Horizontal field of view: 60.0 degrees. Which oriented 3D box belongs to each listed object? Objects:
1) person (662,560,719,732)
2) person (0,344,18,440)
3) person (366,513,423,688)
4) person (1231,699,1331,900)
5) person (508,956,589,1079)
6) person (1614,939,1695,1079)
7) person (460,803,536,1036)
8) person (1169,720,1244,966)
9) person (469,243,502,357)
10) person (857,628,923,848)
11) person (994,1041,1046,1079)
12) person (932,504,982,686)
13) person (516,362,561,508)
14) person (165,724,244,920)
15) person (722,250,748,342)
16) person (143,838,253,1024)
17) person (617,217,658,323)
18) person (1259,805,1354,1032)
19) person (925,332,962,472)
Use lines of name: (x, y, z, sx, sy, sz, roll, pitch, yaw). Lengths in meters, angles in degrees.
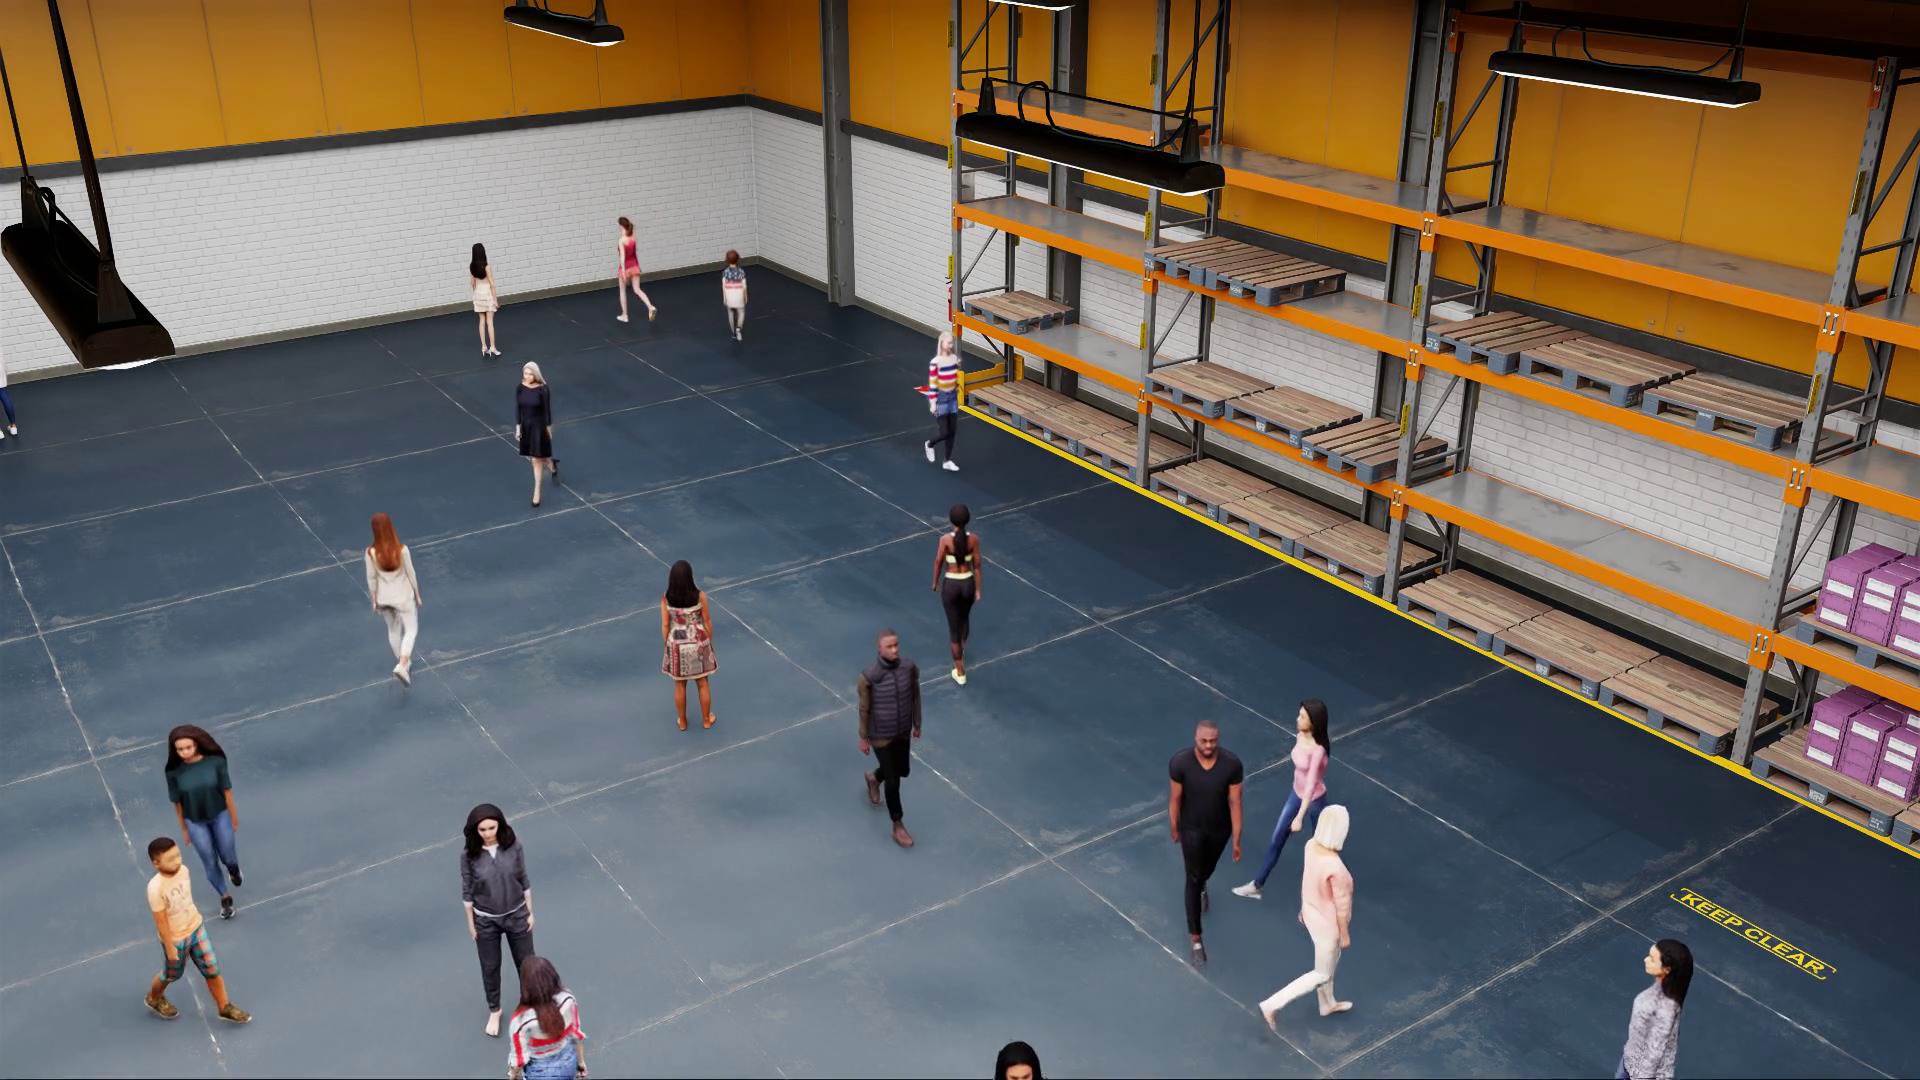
person: (-2.430, 0.934, 14.839, 0.725, 1.645, 0.709, -2, 24, -5)
person: (-12.768, -2.217, 21.885, 0.637, 1.775, 0.673, 16, 28, 33)
person: (-5.297, 0.587, 15.578, 0.882, 1.688, 1.008, -1, 24, -2)
person: (2.677, 1.976, 12.398, 0.957, 1.691, 1.174, -5, 24, -12)
person: (-2.347, 3.182, 9.789, 1.119, 1.571, 0.768, 20, 31, 38)
person: (4.126, 3.112, 9.766, 1.076, 1.717, 0.965, 7, 25, 16)
person: (-3.070, 2.501, 11.112, 0.630, 1.759, 0.579, -9, 25, -20)
person: (1.778, 2.067, 12.085, 1.154, 1.774, 1.307, 1, 24, 2)
person: (-7.208, -3.639, 25.186, 0.616, 1.736, 0.713, 10, 25, 21)
person: (-0.590, 1.515, 13.298, 0.732, 1.815, 1.084, -14, 27, -29)
person: (0.306, 3.400, 9.102, 0.775, 1.722, 0.884, -5, 24, -12)
person: (0.008, 0.540, 15.644, 0.808, 1.721, 1.053, -6, 24, -14)
person: (-5.051, -1.306, 19.870, 1.051, 1.720, 1.070, 5, 24, 12)
person: (-5.604, 2.043, 12.357, 0.660, 1.601, 0.772, -11, 26, -24)
person: (-3.513, -3.793, 25.925, 0.787, 1.427, 0.921, -1, 24, -2)
person: (-5.308, 2.646, 11.182, 1.041, 1.437, 0.925, 6, 24, 14)
person: (-5.256, -4.319, 26.749, 1.088, 1.730, 0.730, 18, 29, 35)
person: (2.349, 2.552, 11.067, 0.884, 1.701, 1.017, -7, 24, -15)
person: (-0.238, -1.741, 20.770, 0.709, 1.797, 0.804, -20, 31, -38)
